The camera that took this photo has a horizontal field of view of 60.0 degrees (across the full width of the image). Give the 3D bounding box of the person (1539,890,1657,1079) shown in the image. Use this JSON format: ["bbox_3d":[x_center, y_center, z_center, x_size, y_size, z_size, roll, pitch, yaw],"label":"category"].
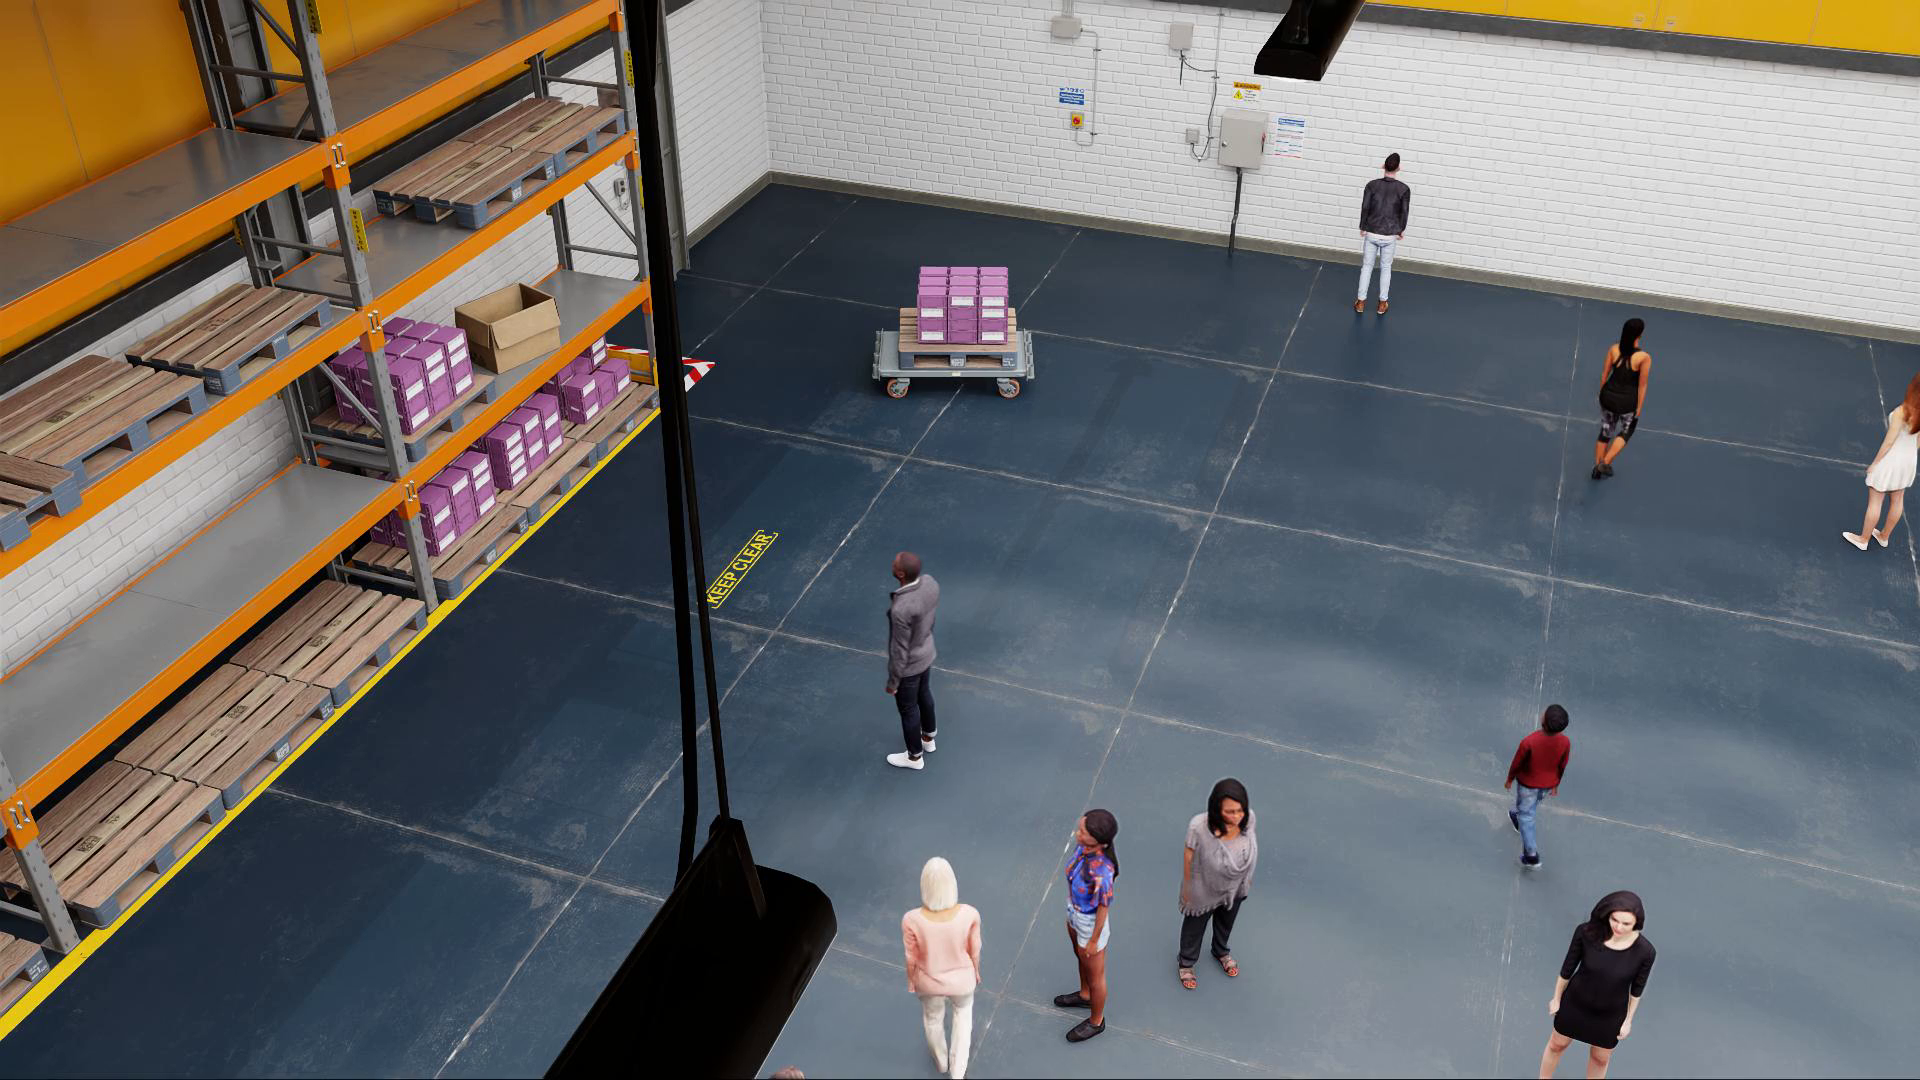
[{"bbox_3d":[3.535,2.625,9.283,0.607,1.806,0.509,15,37,22],"label":"person"}]

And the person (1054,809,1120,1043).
[{"bbox_3d":[0.769,2.265,9.881,0.732,1.743,0.630,-8,34,-11],"label":"person"}]

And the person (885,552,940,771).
[{"bbox_3d":[-0.339,0.862,11.927,0.816,1.816,0.565,17,37,24],"label":"person"}]

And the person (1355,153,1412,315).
[{"bbox_3d":[4.629,-3.365,18.268,0.676,1.837,0.567,8,34,11],"label":"person"}]

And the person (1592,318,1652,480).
[{"bbox_3d":[6.027,-1.262,15.272,0.730,1.650,0.704,-28,42,-35],"label":"person"}]

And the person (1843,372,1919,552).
[{"bbox_3d":[8.083,-0.686,14.349,0.646,1.712,0.678,-7,34,-10],"label":"person"}]

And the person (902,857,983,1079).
[{"bbox_3d":[-0.084,2.537,9.495,0.781,1.717,0.889,-2,34,-4],"label":"person"}]

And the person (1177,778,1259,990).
[{"bbox_3d":[1.592,2.082,10.278,0.770,1.609,0.825,-12,35,-17],"label":"person"}]

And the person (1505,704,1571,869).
[{"bbox_3d":[3.919,1.661,11.246,0.750,1.239,0.933,-5,34,-7],"label":"person"}]
